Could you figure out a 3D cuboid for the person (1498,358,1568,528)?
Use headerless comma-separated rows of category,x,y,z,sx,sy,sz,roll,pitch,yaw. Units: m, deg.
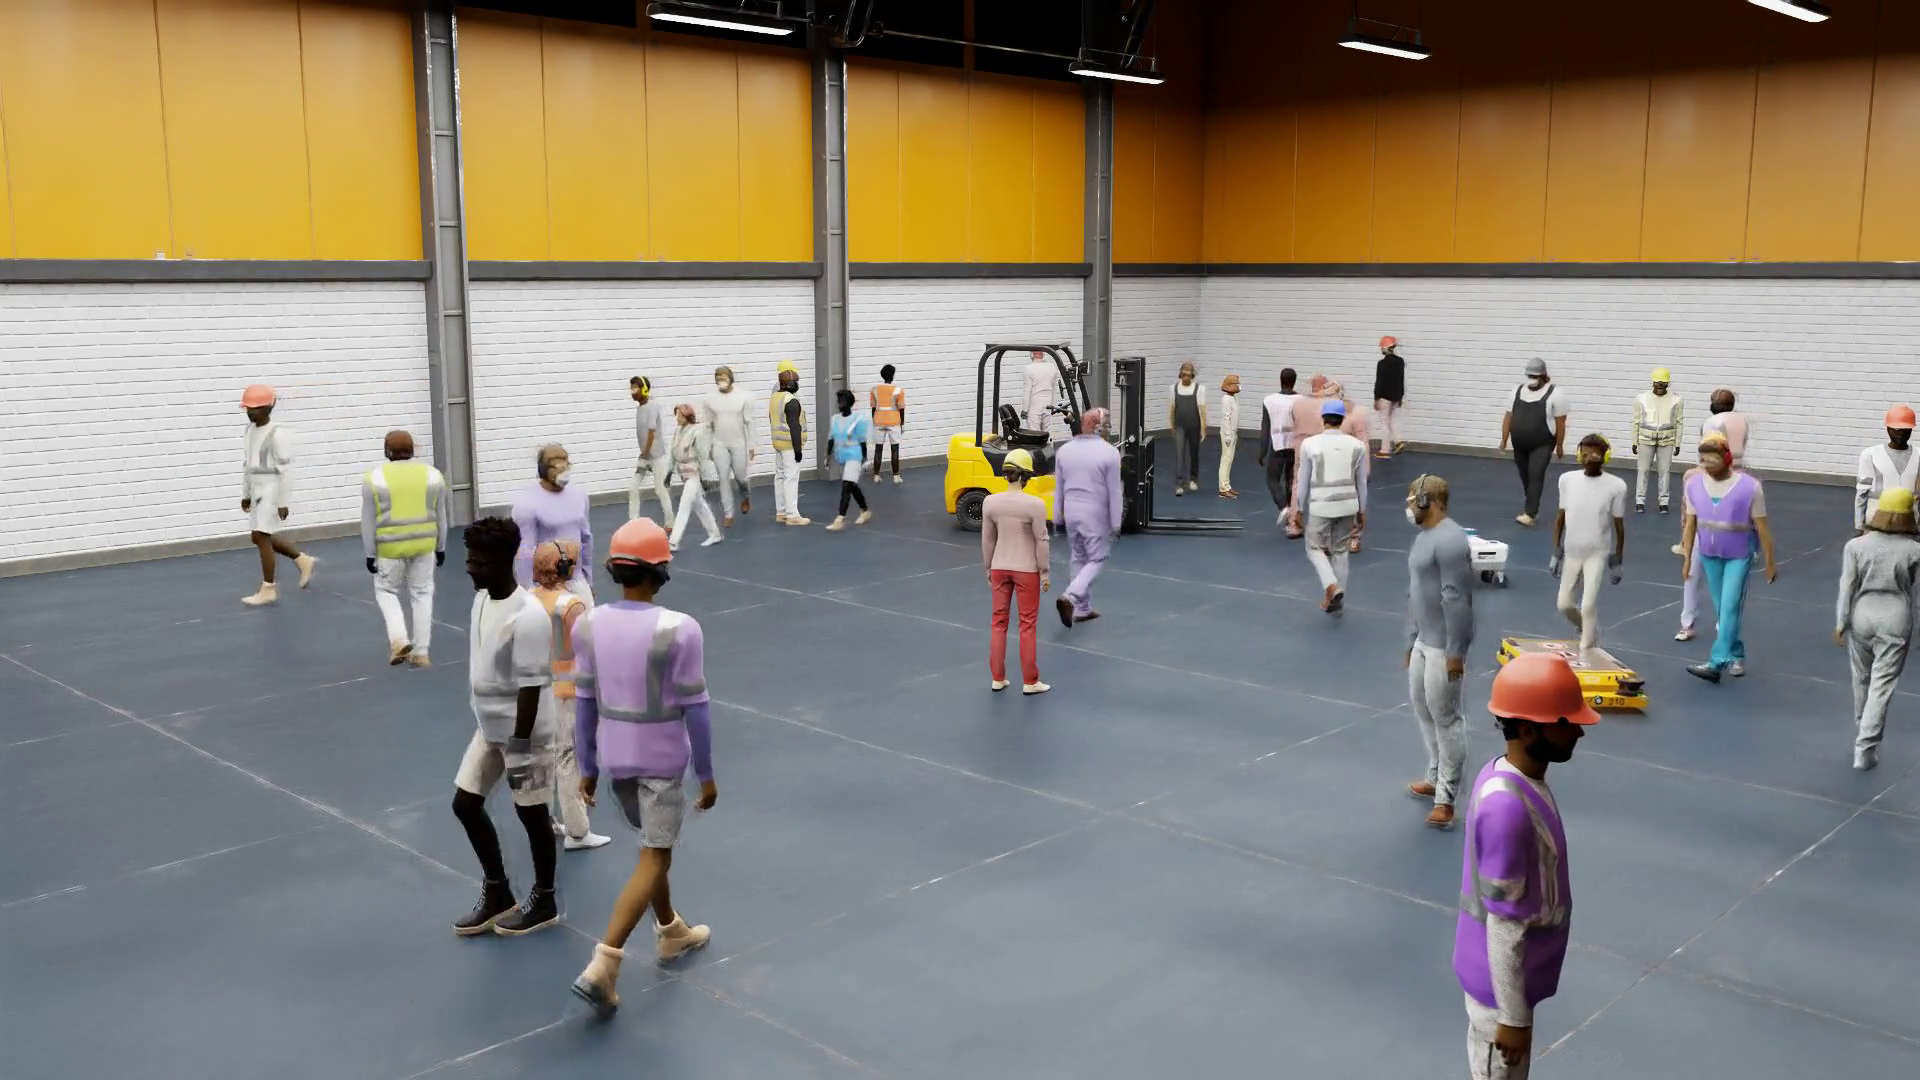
person,6.717,-1.179,19.652,0.967,2.000,0.695,-8,12,-42

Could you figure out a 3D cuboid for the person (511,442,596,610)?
person,-2.688,0.302,10.941,0.520,1.920,0.645,6,11,30

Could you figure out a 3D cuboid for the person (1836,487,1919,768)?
person,5.730,0.517,10.284,0.502,1.692,0.895,8,12,39

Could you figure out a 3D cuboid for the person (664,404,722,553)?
person,-2.928,-0.674,17.968,0.895,1.587,0.523,-7,12,-37

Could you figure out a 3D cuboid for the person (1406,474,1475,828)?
person,2.647,0.601,9.197,0.375,1.902,0.732,0,9,2

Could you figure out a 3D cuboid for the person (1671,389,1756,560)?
person,7.945,-0.677,17.331,0.639,1.801,0.943,-4,10,-24

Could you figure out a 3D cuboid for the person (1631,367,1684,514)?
person,8.648,-1.233,20.645,0.592,1.826,0.403,4,10,21

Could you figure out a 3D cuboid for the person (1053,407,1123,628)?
person,1.047,-0.179,14.019,0.680,1.878,0.734,8,12,42

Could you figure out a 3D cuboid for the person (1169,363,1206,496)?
person,3.089,-1.508,22.491,0.532,1.793,0.999,3,10,17

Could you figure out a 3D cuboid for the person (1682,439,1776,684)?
person,5.631,0.153,12.248,0.841,1.789,0.668,-7,12,-38

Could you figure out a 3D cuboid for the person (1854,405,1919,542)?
person,7.623,-0.141,13.603,0.552,1.936,0.358,2,10,13

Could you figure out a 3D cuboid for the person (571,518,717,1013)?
person,-1.347,0.912,6.921,0.612,2.013,0.980,4,10,26

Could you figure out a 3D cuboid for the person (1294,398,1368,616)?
person,3.248,-0.267,14.448,0.644,1.914,0.605,-2,9,-9

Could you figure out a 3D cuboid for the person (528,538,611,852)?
person,-2.093,0.806,8.705,0.514,1.642,0.310,8,12,39

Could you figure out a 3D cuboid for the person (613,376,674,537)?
person,-3.561,-0.906,18.645,0.815,1.830,0.539,-7,12,-36

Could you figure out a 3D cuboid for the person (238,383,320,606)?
person,-6.223,-0.426,15.111,0.630,2.017,0.688,8,12,42

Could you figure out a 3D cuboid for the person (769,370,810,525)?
person,-2.025,-1.100,19.784,0.429,1.841,0.634,-5,11,-29

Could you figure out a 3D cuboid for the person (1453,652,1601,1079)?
person,1.644,1.278,4.899,0.364,1.939,0.542,3,10,20

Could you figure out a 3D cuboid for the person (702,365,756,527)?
person,-2.728,-1.133,19.781,0.639,1.911,0.694,0,9,1

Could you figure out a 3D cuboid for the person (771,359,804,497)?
person,-2.300,-1.487,22.171,0.404,1.836,0.587,-4,10,-22

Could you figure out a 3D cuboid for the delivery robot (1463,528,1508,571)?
delivery robot,4.845,0.132,15.874,0.707,0.478,0.477,-1,9,-7

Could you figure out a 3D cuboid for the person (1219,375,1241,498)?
person,3.603,-1.384,22.149,0.279,1.636,0.505,3,10,19

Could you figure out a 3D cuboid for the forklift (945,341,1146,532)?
forklift,0.977,-1.223,19.452,2.313,2.155,1.214,2,9,11

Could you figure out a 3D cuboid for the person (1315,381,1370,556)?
person,4.012,-0.752,17.602,0.744,1.843,0.911,8,13,42

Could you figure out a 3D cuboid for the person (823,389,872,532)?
person,-1.294,-0.953,19.472,0.534,1.646,0.898,8,12,40

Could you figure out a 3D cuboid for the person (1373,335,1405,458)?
person,6.851,-2.291,26.649,0.643,1.980,0.430,-7,12,-38

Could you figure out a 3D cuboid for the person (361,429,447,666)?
person,-4.206,0.074,12.635,0.642,1.831,0.463,-6,11,-31

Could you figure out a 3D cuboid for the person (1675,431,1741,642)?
person,6.223,-0.056,13.719,0.529,1.728,0.875,8,13,42

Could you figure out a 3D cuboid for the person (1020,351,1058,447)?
person,1.168,-2.010,25.190,0.642,1.899,0.399,-7,12,-37

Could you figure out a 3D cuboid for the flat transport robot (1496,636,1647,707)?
flat transport robot,4.411,0.941,12.069,0.652,0.197,1.431,1,9,3

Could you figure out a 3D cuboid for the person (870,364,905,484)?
person,-1.020,-1.635,23.531,0.529,1.690,0.321,3,10,16

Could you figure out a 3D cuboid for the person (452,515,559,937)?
person,-2.093,0.856,7.451,0.612,1.945,0.647,-8,12,-40

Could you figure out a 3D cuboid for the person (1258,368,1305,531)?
person,3.762,-1.029,19.174,0.622,1.896,0.544,-1,9,-5

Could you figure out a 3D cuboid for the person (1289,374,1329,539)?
person,4.078,-0.950,18.851,0.647,1.847,1.008,8,12,41

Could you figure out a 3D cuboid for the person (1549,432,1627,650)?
person,4.674,0.108,12.354,0.521,1.846,0.629,7,12,38

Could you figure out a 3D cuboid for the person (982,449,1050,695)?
person,0.409,0.228,11.892,0.523,1.760,0.328,5,11,29
